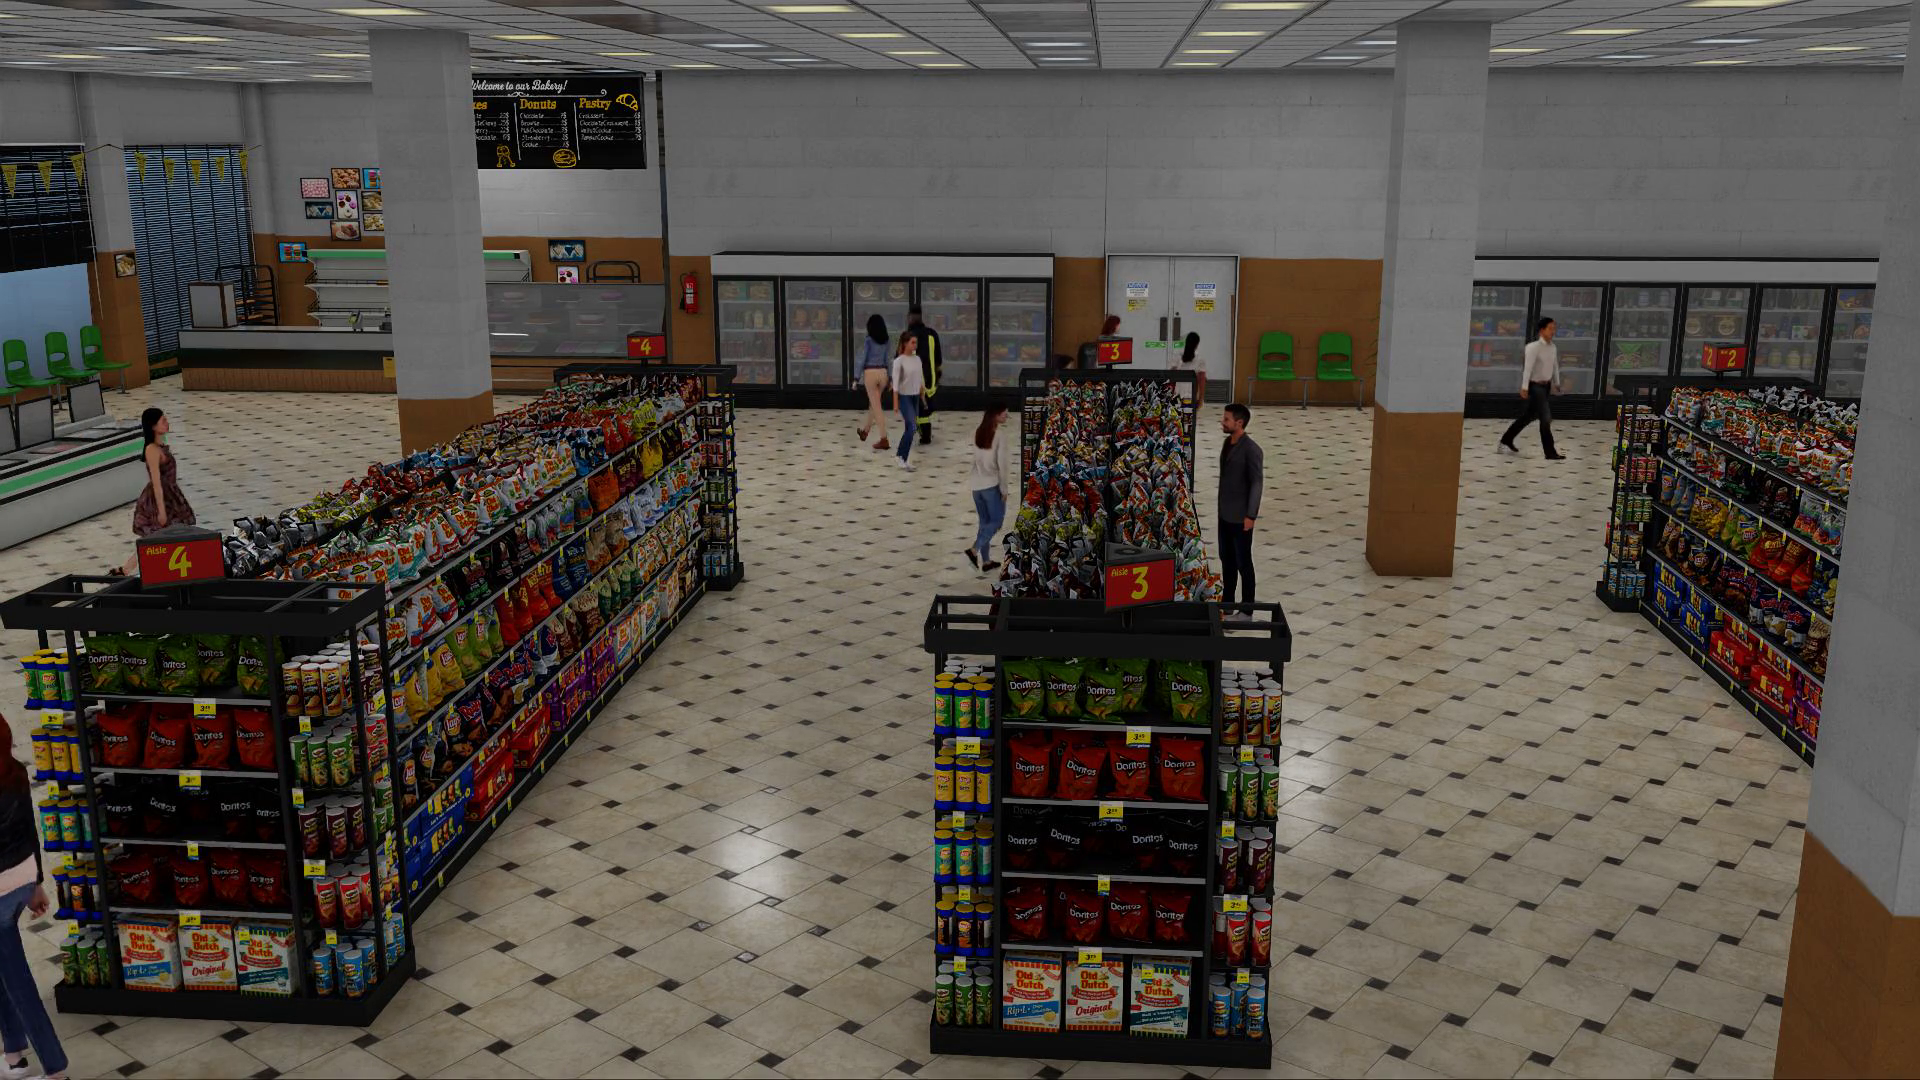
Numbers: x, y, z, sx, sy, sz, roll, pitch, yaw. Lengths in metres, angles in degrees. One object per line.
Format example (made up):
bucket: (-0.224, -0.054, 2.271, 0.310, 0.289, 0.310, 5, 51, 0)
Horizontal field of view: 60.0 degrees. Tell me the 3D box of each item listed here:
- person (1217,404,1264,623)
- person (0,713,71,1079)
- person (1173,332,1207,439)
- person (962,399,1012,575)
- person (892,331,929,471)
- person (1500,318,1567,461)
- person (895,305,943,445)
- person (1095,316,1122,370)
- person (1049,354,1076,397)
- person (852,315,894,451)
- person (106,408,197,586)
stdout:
person: (2.329, -0.231, 14.027, 0.837, 1.871, 0.702, -6, 15, -23)
person: (-3.906, 1.542, 6.923, 0.695, 1.774, 0.690, 3, 14, 10)
person: (2.832, -1.775, 20.913, 0.667, 1.625, 0.655, 4, 14, 17)
person: (0.225, -0.462, 15.396, 0.914, 1.675, 0.992, 11, 18, 39)
person: (-0.698, -1.709, 20.464, 0.786, 1.710, 0.705, 12, 18, 40)
person: (7.293, -1.916, 21.206, 1.190, 1.762, 1.283, -10, 17, -36)
person: (-0.507, -2.176, 22.113, 1.097, 1.839, 1.217, -6, 15, -25)
person: (1.852, -2.032, 21.801, 1.142, 1.707, 1.128, -8, 16, -30)
person: (1.112, -1.350, 19.239, 0.920, 1.588, 0.832, -12, 18, -41)
person: (-1.049, -2.039, 21.767, 1.086, 1.736, 1.154, -12, 18, -40)
person: (-6.966, -0.255, 14.384, 1.049, 1.749, 1.120, -6, 15, -24)
